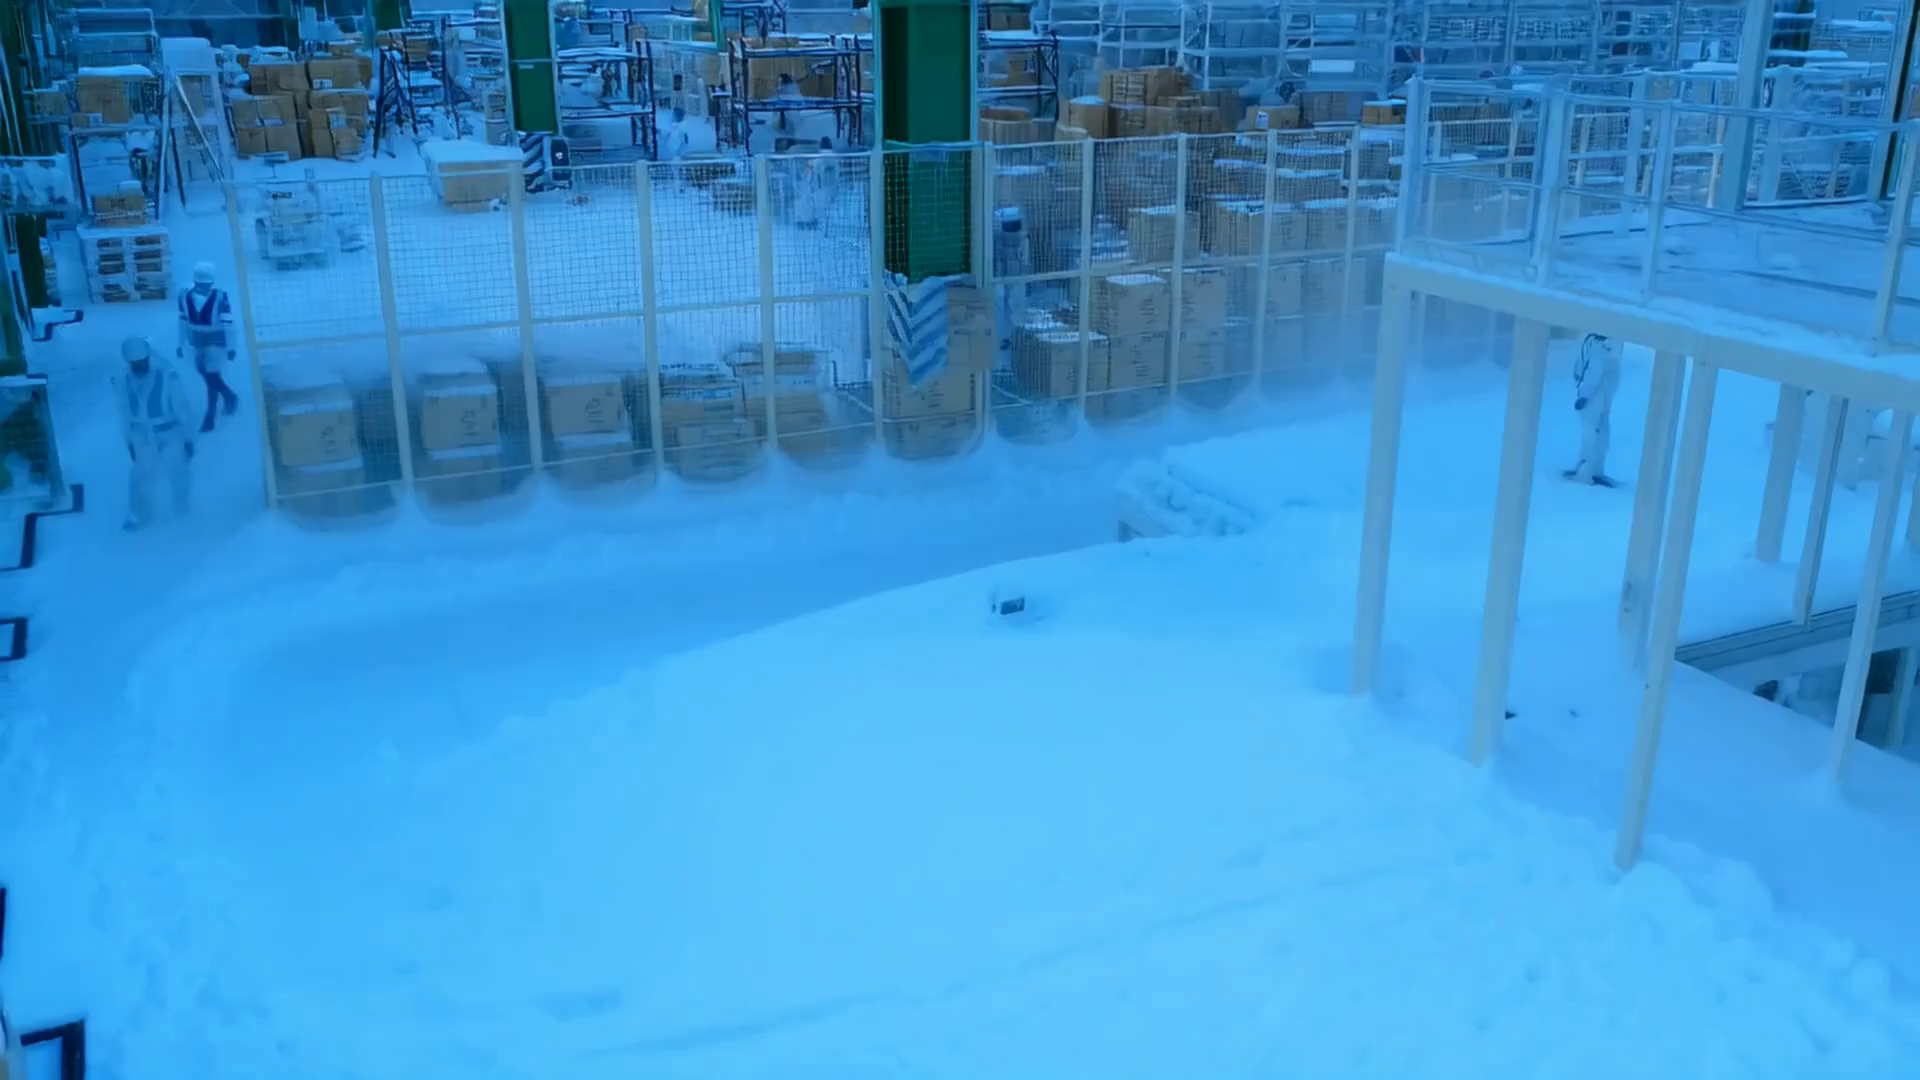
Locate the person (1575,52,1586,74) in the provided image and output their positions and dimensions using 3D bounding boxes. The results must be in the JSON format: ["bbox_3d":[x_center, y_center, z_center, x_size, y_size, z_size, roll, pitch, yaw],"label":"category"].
[{"bbox_3d":[24.698,-18.519,66.136,0.533,1.700,0.318,13,23,32],"label":"person"}]

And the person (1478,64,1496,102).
[{"bbox_3d":[17.797,-15.160,56.237,0.550,1.815,0.890,4,19,12],"label":"person"}]

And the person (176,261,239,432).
[{"bbox_3d":[-8.373,-2.216,18.610,0.586,1.881,0.915,2,19,5],"label":"person"}]

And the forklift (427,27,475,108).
[{"bbox_3d":[-18.424,-17.180,60.473,1.873,2.768,1.129,-9,21,-25],"label":"forklift"}]

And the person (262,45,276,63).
[{"bbox_3d":[-28.668,-19.640,69.146,0.467,1.860,0.605,8,21,22],"label":"person"}]

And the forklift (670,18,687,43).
[{"bbox_3d":[-12.128,-21.141,71.955,1.873,2.768,1.129,5,20,13],"label":"forklift"}]

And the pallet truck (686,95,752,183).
[{"bbox_3d":[-5.836,-9.608,39.856,0.823,1.965,1.885,10,22,27],"label":"pallet truck"}]

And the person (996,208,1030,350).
[{"bbox_3d":[0.650,-3.504,22.291,0.724,1.897,0.618,-8,21,-23],"label":"person"}]

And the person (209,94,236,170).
[{"bbox_3d":[-18.580,-10.306,41.967,0.547,1.939,0.376,-9,21,-24],"label":"person"}]

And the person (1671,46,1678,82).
[{"bbox_3d":[31.247,-20.870,73.062,0.500,1.623,0.379,1,19,2],"label":"person"}]

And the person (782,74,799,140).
[{"bbox_3d":[-5.054,-12.844,49.366,0.704,1.911,0.553,17,25,40],"label":"person"}]

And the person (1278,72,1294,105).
[{"bbox_3d":[10.666,-14.515,54.575,0.530,1.666,0.817,10,21,26],"label":"person"}]

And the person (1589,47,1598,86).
[{"bbox_3d":[25.376,-18.872,66.878,0.598,1.886,0.657,-4,20,-13],"label":"person"}]

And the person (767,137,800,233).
[{"bbox_3d":[-3.450,-6.930,32.403,0.638,1.795,0.965,-7,20,-18],"label":"person"}]

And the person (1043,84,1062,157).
[{"bbox_3d":[2.507,-11.382,45.104,0.585,1.927,0.366,17,26,41],"label":"person"}]

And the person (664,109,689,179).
[{"bbox_3d":[-6.899,-9.608,40.349,0.554,1.656,0.829,10,22,28],"label":"person"}]

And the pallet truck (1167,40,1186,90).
[{"bbox_3d":[9.045,-19.971,69.895,0.823,1.965,1.885,-3,19,-8],"label":"pallet truck"}]

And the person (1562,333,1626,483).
[{"bbox_3d":[6.309,-1.485,16.544,0.624,1.845,0.430,-18,26,-42],"label":"person"}]

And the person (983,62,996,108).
[{"bbox_3d":[0.990,-14.697,54.667,0.488,1.952,0.628,-12,22,-31],"label":"person"}]

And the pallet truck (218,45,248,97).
[{"bbox_3d":[-28.879,-18.665,66.111,0.823,1.965,1.885,-3,19,-9],"label":"pallet truck"}]

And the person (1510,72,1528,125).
[{"bbox_3d":[16.877,-13.136,50.199,0.576,1.920,0.406,-4,19,-11],"label":"person"}]

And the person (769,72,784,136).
[{"bbox_3d":[-5.544,-13.172,50.315,0.606,1.901,0.646,6,20,16],"label":"person"}]

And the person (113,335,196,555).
[{"bbox_3d":[-7.118,-0.909,14.787,0.609,1.912,0.967,-4,20,-13],"label":"person"}]

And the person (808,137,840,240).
[{"bbox_3d":[-2.552,-6.561,31.139,0.636,1.918,0.552,6,20,17],"label":"person"}]

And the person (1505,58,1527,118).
[{"bbox_3d":[18.590,-15.136,55.813,0.682,2.000,0.537,1,19,3],"label":"person"}]

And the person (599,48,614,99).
[{"bbox_3d":[-13.711,-18.122,64.626,0.548,1.937,0.366,6,20,16],"label":"person"}]

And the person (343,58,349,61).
[{"bbox_3d":[-21.465,-16.027,58.619,0.655,1.898,0.958,8,21,23],"label":"person"}]
